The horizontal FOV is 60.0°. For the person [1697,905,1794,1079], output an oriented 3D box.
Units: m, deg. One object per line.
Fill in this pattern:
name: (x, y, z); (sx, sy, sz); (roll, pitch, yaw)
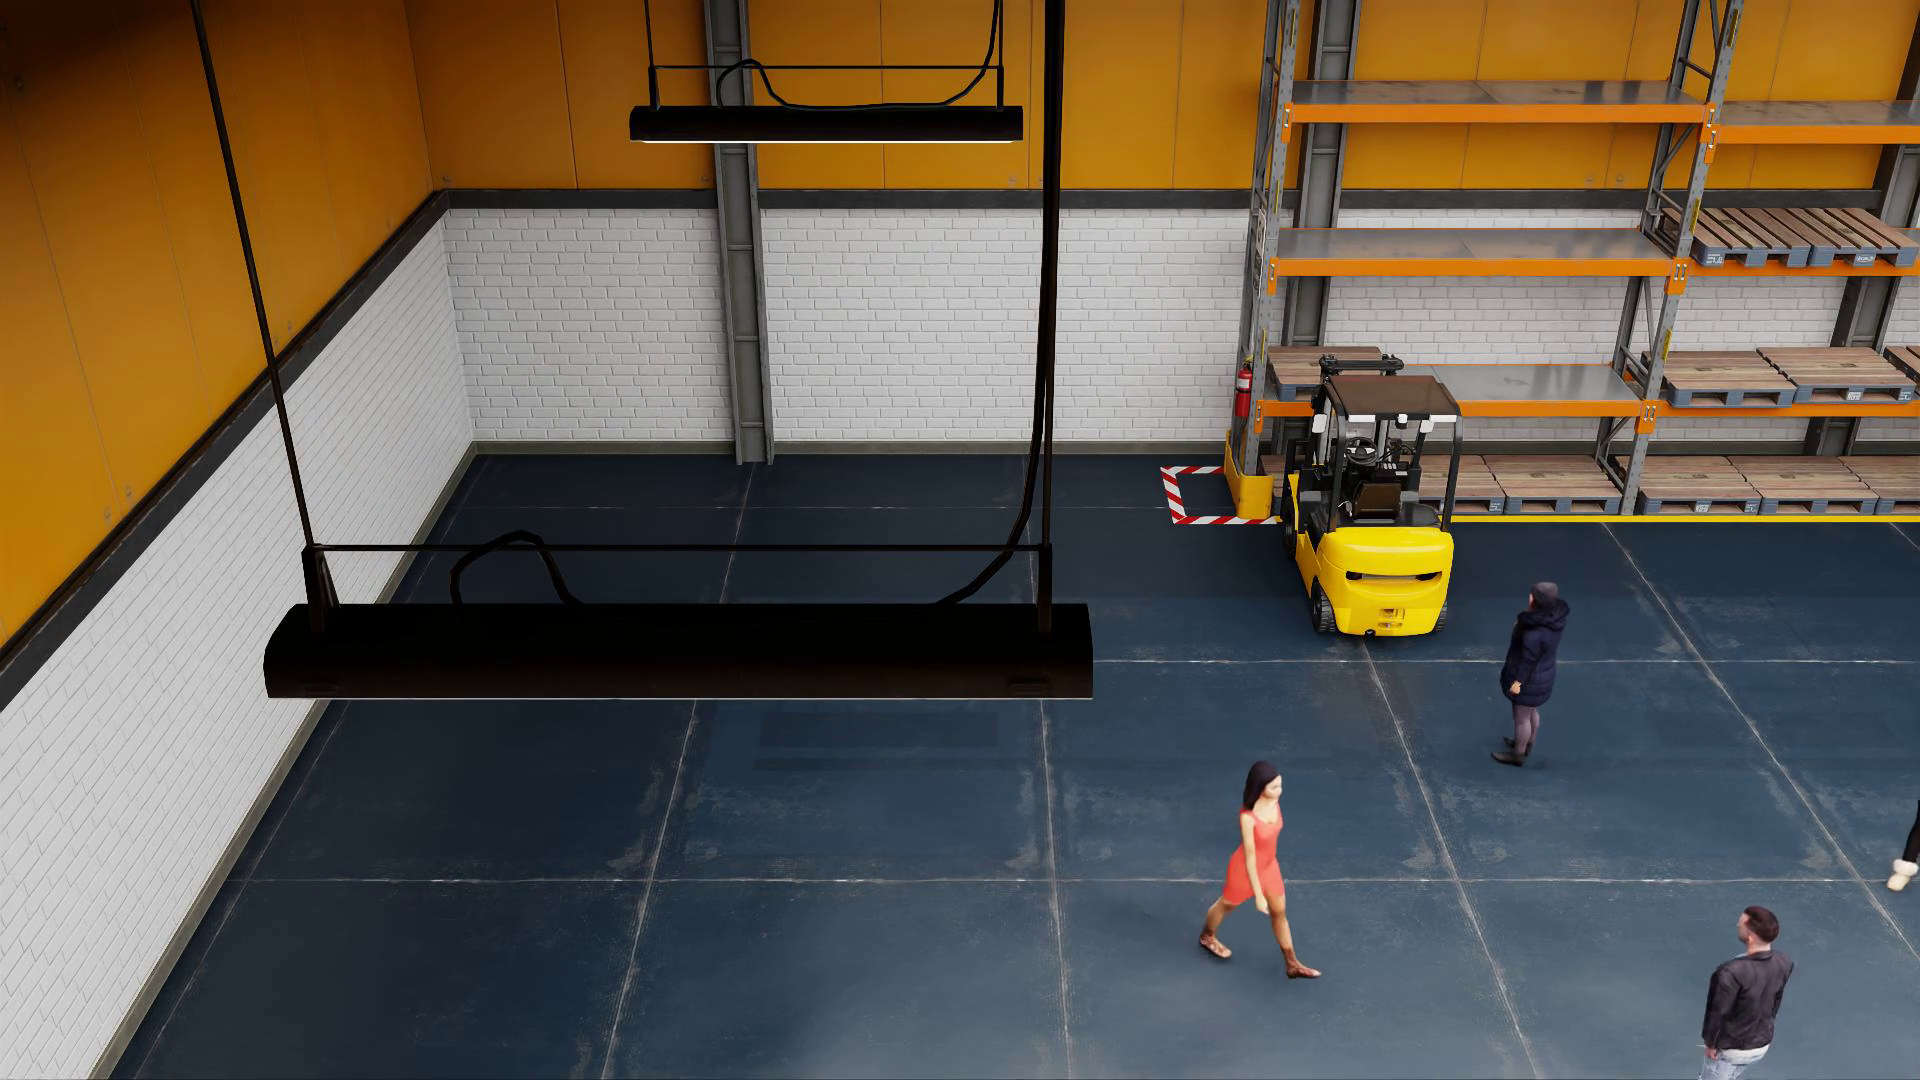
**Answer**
person: (4.587, 2.961, 9.670); (0.970, 1.812, 0.915); (-8, 30, -15)

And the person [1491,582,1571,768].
person: (4.574, 1.062, 13.296); (0.848, 1.675, 0.802); (21, 35, 33)

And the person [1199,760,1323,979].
person: (1.883, 2.215, 11.192); (1.169, 1.665, 1.044); (21, 35, 34)
